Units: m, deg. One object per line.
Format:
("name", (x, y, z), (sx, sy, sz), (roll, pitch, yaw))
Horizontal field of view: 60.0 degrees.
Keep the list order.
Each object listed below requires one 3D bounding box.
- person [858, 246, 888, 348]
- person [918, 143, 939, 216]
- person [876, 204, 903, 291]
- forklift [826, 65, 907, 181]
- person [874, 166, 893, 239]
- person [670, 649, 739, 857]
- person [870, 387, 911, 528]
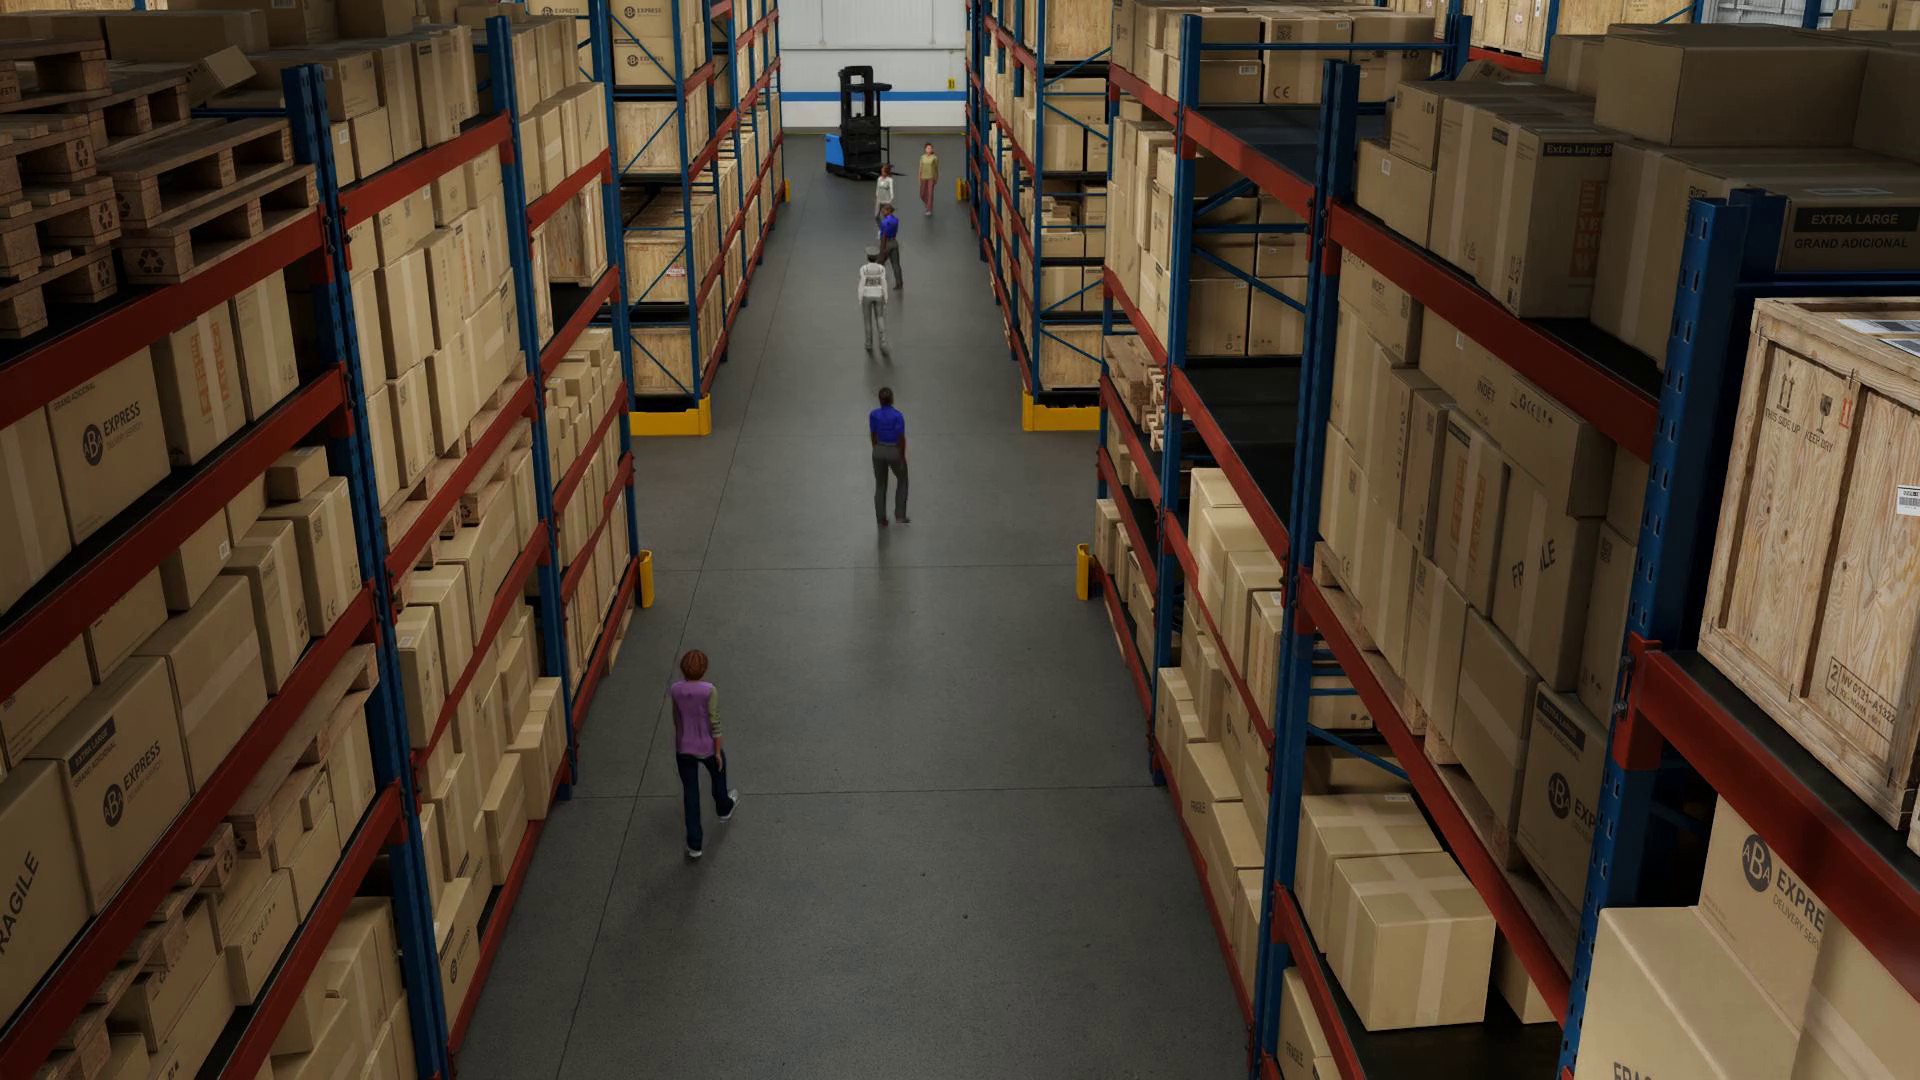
("person", (-1.428, -3.953, 27.168), (0.488, 1.696, 0.514), (-6, 21, -16))
("person", (-0.766, -8.642, 39.787), (0.441, 1.647, 0.851), (6, 21, 17))
("person", (-1.396, -5.573, 31.555), (0.830, 1.634, 0.474), (19, 28, 41))
("forklift", (-2.521, -11.303, 45.125), (1.121, 2.941, 3.031), (-13, 24, -31))
("person", (-1.676, -7.399, 36.538), (0.428, 1.602, 0.379), (9, 22, 24))
("person", (-1.958, 1.535, 12.593), (0.403, 1.568, 0.828), (1, 20, 3))
("person", (-0.819, -0.958, 19.203), (0.456, 1.675, 0.478), (6, 21, 15))
